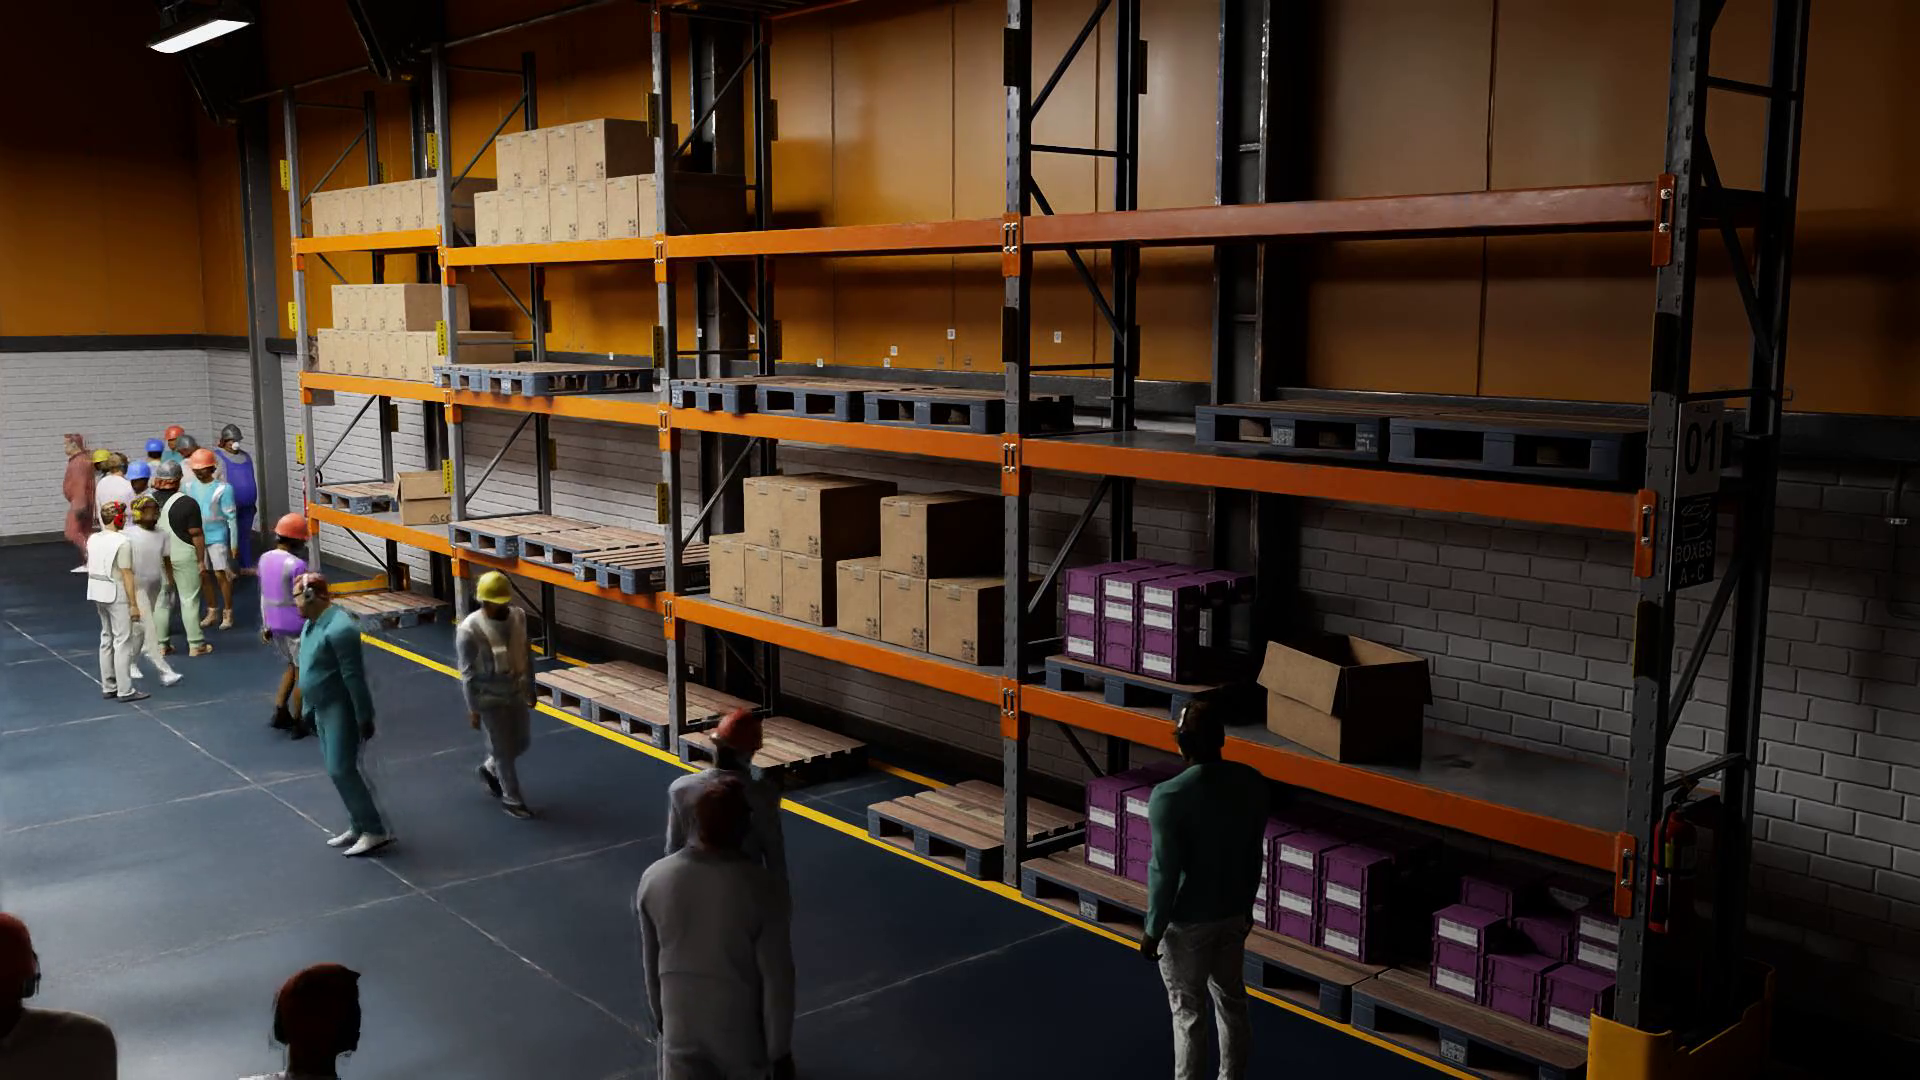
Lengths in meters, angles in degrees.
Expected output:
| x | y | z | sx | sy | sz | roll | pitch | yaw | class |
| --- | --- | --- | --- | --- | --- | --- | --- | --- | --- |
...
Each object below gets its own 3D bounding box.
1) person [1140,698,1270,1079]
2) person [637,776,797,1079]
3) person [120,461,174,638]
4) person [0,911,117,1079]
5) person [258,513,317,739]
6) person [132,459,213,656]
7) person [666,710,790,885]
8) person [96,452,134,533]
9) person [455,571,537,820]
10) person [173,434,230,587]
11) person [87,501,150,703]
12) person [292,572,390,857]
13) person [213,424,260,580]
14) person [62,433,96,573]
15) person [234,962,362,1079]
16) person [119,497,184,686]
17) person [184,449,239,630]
| x | y | z | sx | sy | sz | roll | pitch | yaw | class |
| --- | --- | --- | --- | --- | --- | --- | --- | --- | --- |
| 1.057 | 1.646 | 7.278 | 0.627 | 1.935 | 0.373 | -5 | 10 | -32 | person |
| -0.876 | 1.807 | 6.397 | 0.673 | 1.855 | 0.960 | 3 | 9 | 17 | person |
| -8.784 | 0.109 | 17.934 | 0.611 | 1.944 | 0.408 | 2 | 8 | 14 | person |
| -2.681 | 1.994 | 4.701 | 0.610 | 1.984 | 0.414 | -4 | 9 | -27 | person |
| -5.548 | 0.717 | 13.858 | 0.601 | 1.900 | 0.443 | 5 | 9 | 29 | person |
| -8.053 | 0.181 | 17.087 | 0.688 | 2.000 | 0.538 | 0 | 8 | 0 | person |
| -1.093 | 1.666 | 7.866 | 0.599 | 1.729 | 0.348 | 2 | 8 | 11 | person |
| -9.541 | -0.037 | 18.954 | 0.630 | 1.940 | 0.372 | 4 | 9 | 28 | person |
| -3.279 | 1.080 | 11.716 | 0.604 | 1.799 | 0.626 | 6 | 10 | 36 | person |
| -9.549 | -0.356 | 20.822 | 0.700 | 2.000 | 0.716 | 6 | 10 | 36 | person |
| -7.697 | 0.566 | 15.132 | 0.560 | 1.836 | 0.394 | 5 | 10 | 32 | person |
| -4.146 | 1.139 | 11.041 | 0.456 | 1.864 | 0.691 | -7 | 11 | -39 | person |
| -9.506 | -0.508 | 21.875 | 0.538 | 2.000 | 0.683 | 4 | 9 | 25 | person |
| -11.752 | -0.480 | 22.180 | 0.425 | 1.891 | 0.677 | -3 | 9 | -20 | person |
| -1.738 | 2.063 | 4.601 | 0.587 | 1.870 | 0.480 | 2 | 8 | 10 | person |
| -7.776 | 0.478 | 15.862 | 1.012 | 1.803 | 0.542 | 5 | 10 | 31 | person |
| -8.314 | -0.004 | 18.428 | 0.615 | 2.027 | 0.416 | 2 | 9 | 16 | person |
